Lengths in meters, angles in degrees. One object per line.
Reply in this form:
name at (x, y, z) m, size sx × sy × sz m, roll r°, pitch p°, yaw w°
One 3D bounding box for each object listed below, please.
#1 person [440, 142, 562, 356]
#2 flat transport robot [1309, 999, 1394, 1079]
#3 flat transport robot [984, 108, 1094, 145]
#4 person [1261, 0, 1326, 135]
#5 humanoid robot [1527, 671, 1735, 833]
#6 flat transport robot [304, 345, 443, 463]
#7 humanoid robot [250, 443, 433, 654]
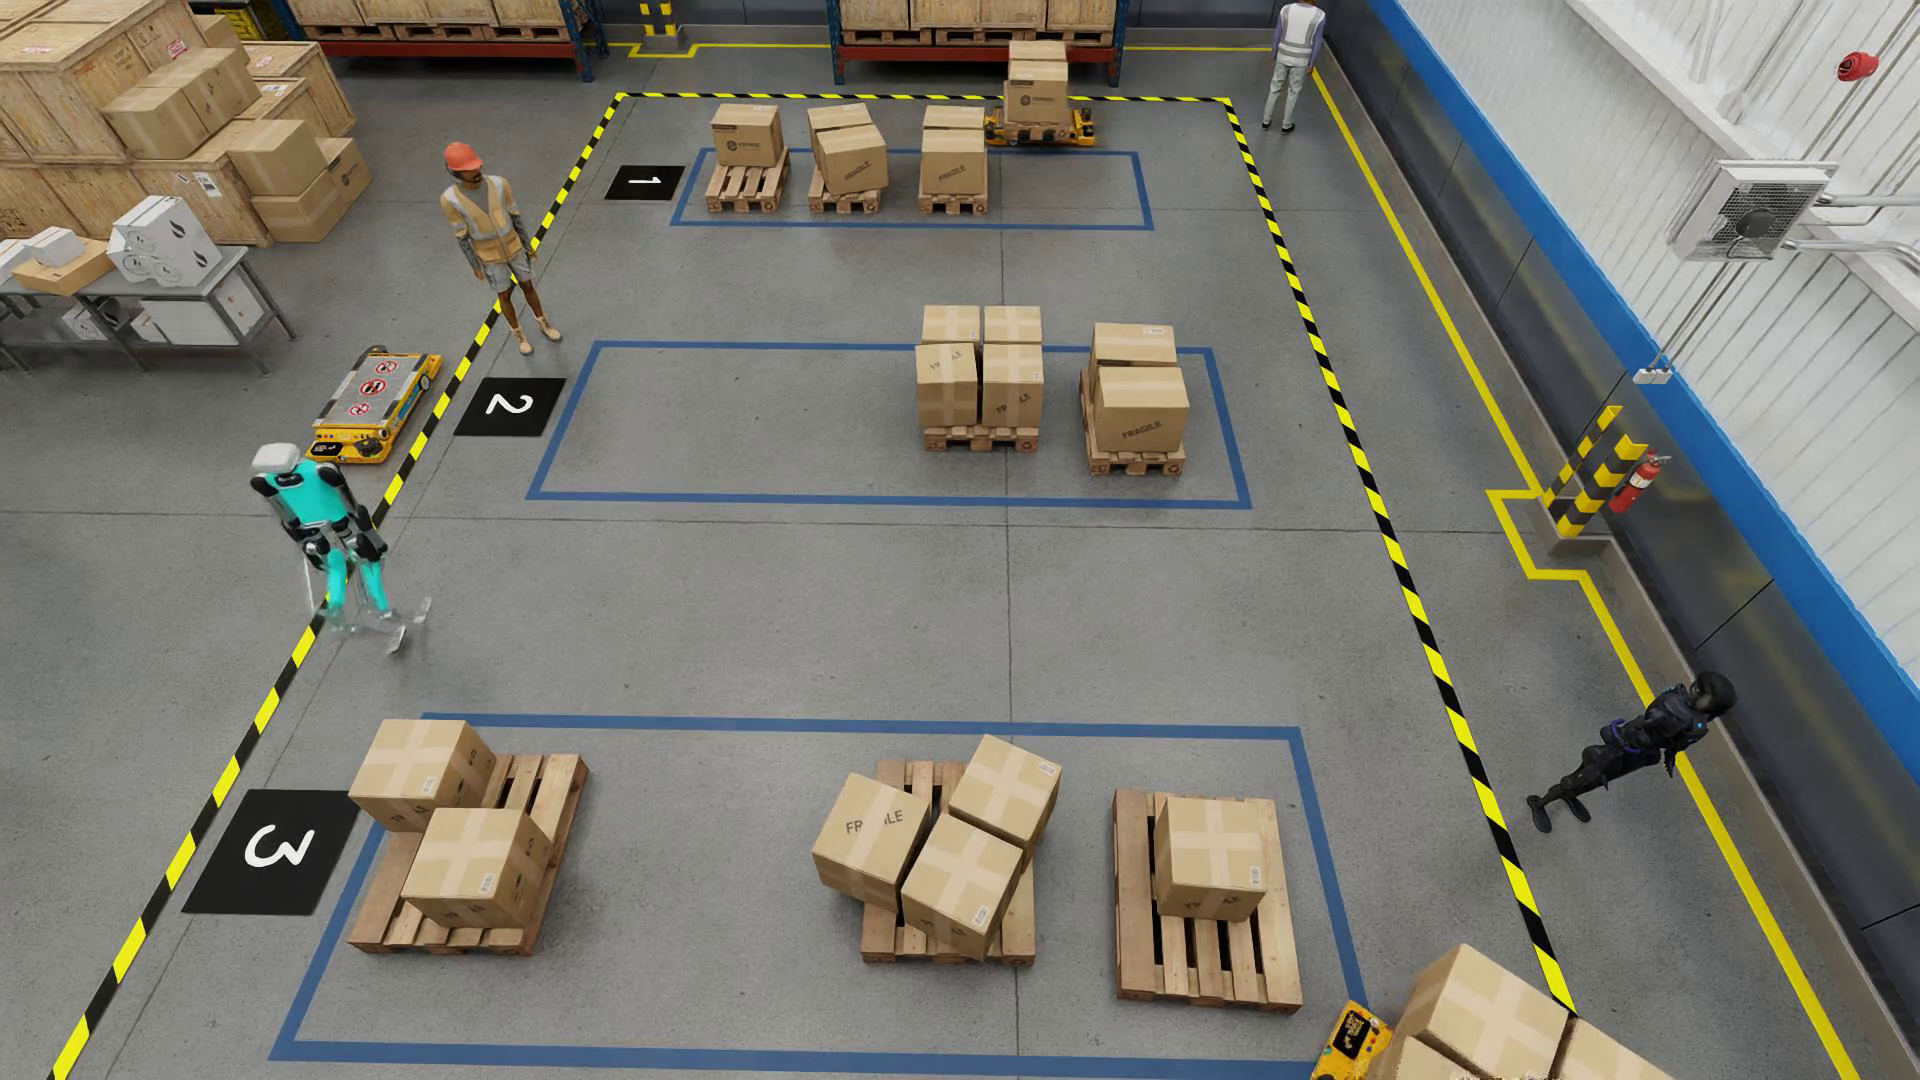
person at (-4.236, -2.657, 8.452) m, size 0.612 × 2.047 × 0.360 m, roll -35°, pitch 58°, yaw -26°
flat transport robot at (2.563, 3.116, 4.712) m, size 1.431 × 0.197 × 0.652 m, roll 31°, pitch 57°, yaw 24°
flat transport robot at (1.009, -5.385, 11.905) m, size 1.431 × 0.197 × 0.652 m, roll 1°, pitch 50°, yaw 1°
person at (4.166, -6.020, 11.441) m, size 0.588 × 1.825 × 0.403 m, roll 25°, pitch 54°, yaw 20°
humanoid robot at (3.949, 1.251, 5.377) m, size 0.599 × 1.655 × 0.315 m, roll -8°, pitch 50°, yaw -7°
flat transport robot at (-5.383, -1.269, 8.441) m, size 0.659 × 0.231 × 1.431 m, roll 1°, pitch 50°, yaw 1°
humanoid robot at (-4.222, 0.213, 6.227) m, size 0.557 × 1.770 × 0.819 m, roll -7°, pitch 50°, yaw -6°
